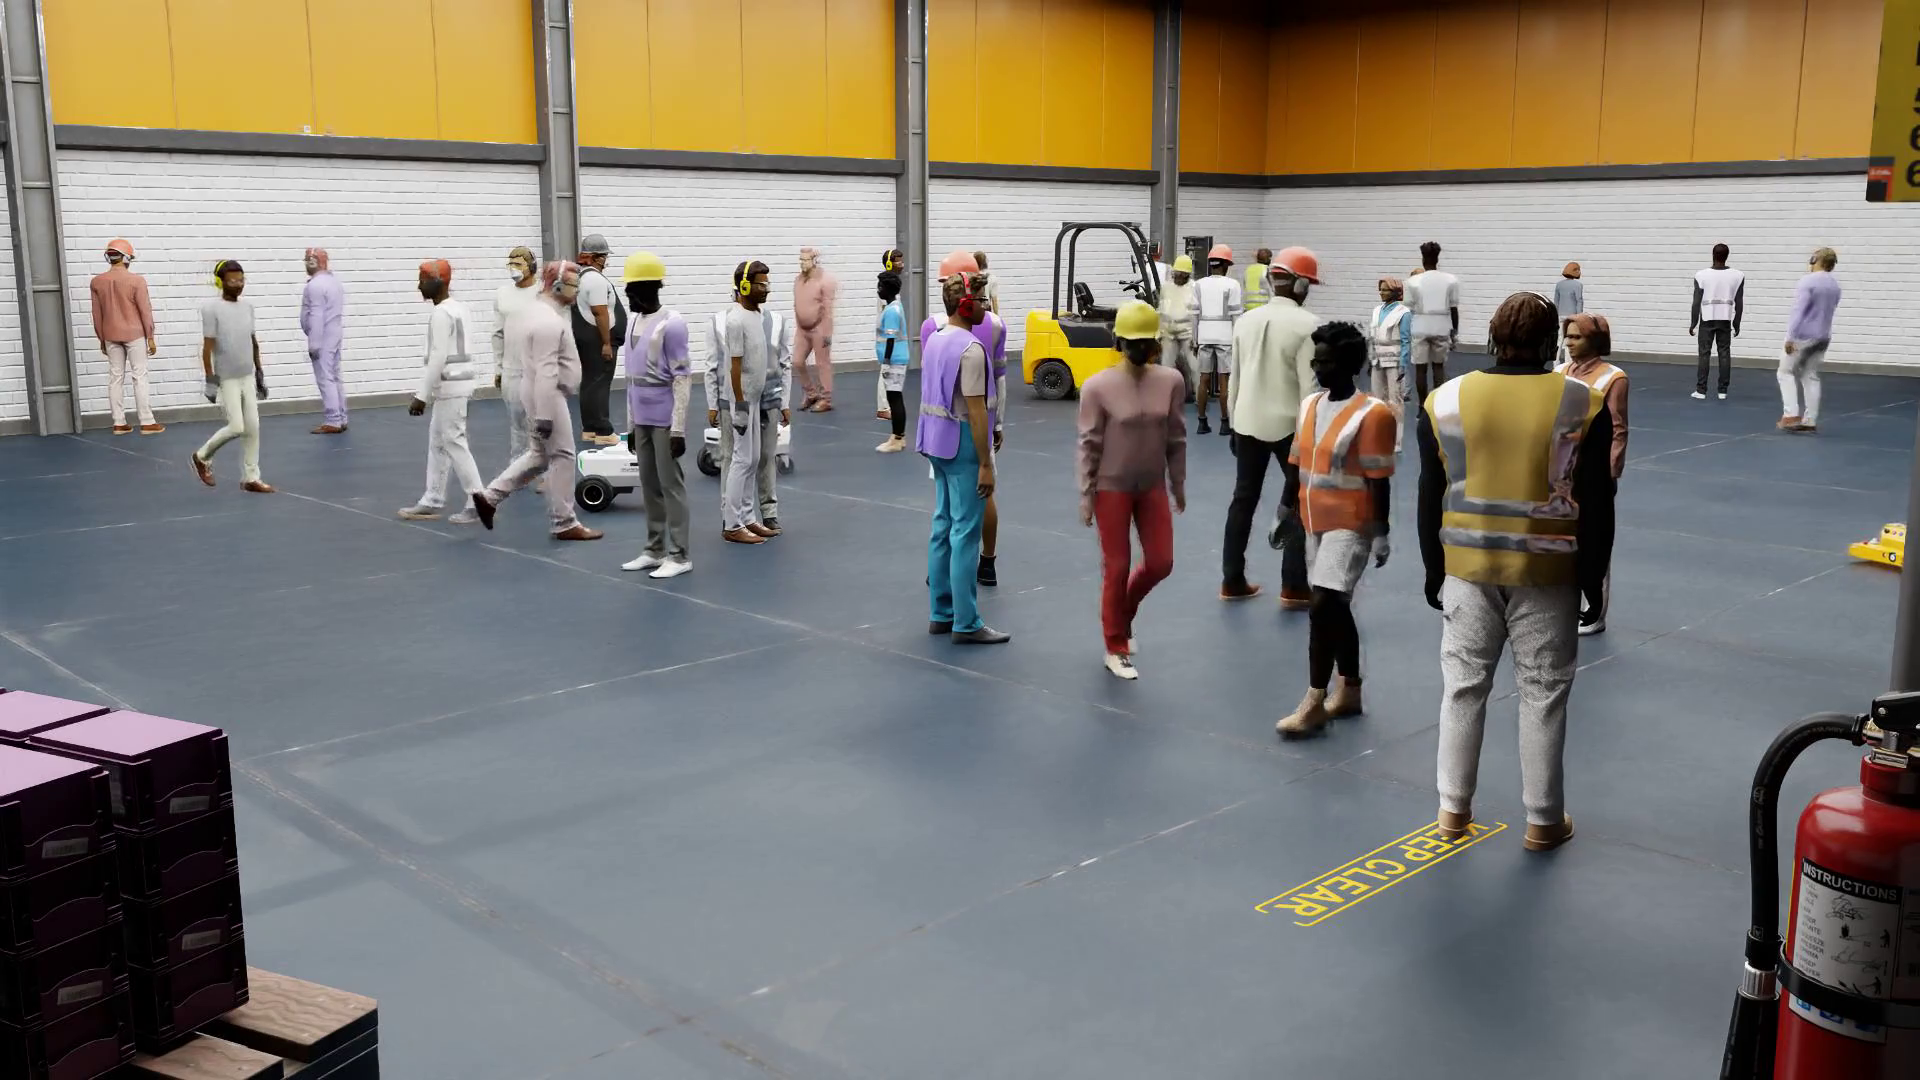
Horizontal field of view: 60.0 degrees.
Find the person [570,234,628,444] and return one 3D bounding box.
[{"bbox_3d":[-3.498,-1.957,16.218,0.539,2.000,0.689,-6,12,-31],"label":"person"}]

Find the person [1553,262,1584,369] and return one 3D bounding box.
[{"bbox_3d":[8.926,-3.252,24.387,0.274,1.631,0.507,-5,12,-26],"label":"person"}]

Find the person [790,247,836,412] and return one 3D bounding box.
[{"bbox_3d":[-1.673,-2.393,19.014,0.661,1.889,0.482,8,13,36],"label":"person"}]

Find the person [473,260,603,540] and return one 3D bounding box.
[{"bbox_3d":[-2.797,-0.895,10.908,0.758,1.866,0.700,-3,11,-16],"label":"person"}]

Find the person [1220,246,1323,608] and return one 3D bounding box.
[{"bbox_3d":[1.741,-0.619,9.136,0.492,1.965,0.648,-10,14,-43],"label":"person"}]

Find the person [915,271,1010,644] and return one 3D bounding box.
[{"bbox_3d":[-0.007,-0.404,8.275,0.389,1.846,0.567,-5,11,-25],"label":"person"}]

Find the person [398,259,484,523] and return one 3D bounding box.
[{"bbox_3d":[-3.642,-1.030,11.686,0.563,1.874,0.576,-3,11,-14],"label":"person"}]

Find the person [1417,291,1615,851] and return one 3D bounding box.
[{"bbox_3d":[1.825,0.107,5.504,0.627,1.844,0.429,5,12,27],"label":"person"}]

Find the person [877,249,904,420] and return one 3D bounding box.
[{"bbox_3d":[-0.764,-2.263,18.353,0.310,1.868,0.532,1,10,6],"label":"person"}]

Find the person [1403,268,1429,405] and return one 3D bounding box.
[{"bbox_3d":[5.461,-2.432,19.915,0.279,1.634,0.498,-9,14,-39],"label":"person"}]

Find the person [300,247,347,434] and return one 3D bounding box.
[{"bbox_3d":[-6.543,-2.044,17.061,0.403,1.907,0.651,0,10,-2],"label":"person"}]

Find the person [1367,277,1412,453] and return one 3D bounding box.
[{"bbox_3d":[3.981,-1.621,15.474,0.309,1.641,0.512,-5,12,-27],"label":"person"}]

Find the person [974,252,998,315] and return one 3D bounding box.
[{"bbox_3d":[0.245,-2.883,21.944,0.510,1.793,0.960,0,10,-2],"label":"person"}]

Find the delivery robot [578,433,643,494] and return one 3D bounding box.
[{"bbox_3d":[-2.466,-0.555,12.368,0.707,0.478,0.477,-1,10,-5],"label":"delivery robot"}]

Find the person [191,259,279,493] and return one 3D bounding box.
[{"bbox_3d":[-5.721,-1.270,13.033,0.582,1.847,0.539,4,11,19],"label":"person"}]

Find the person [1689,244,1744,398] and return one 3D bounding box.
[{"bbox_3d":[9.390,-2.710,20.659,0.600,1.915,0.377,2,11,10],"label":"person"}]

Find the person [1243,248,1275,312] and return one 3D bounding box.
[{"bbox_3d":[4.595,-3.539,25.431,0.458,1.825,0.644,-8,13,-36],"label":"person"}]

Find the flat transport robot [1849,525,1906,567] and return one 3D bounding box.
[{"bbox_3d":[6.314,0.024,10.242,1.431,0.197,0.652,-3,11,-17],"label":"flat transport robot"}]

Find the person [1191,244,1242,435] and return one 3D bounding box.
[{"bbox_3d":[2.615,-2.026,16.900,0.542,1.928,0.374,6,12,31],"label":"person"}]

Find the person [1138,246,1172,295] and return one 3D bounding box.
[{"bbox_3d":[3.000,-3.618,25.705,0.573,1.882,0.357,-4,11,-19],"label":"person"}]

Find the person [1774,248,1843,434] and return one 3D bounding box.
[{"bbox_3d":[8.696,-2.028,17.016,0.731,1.893,0.434,-5,11,-24],"label":"person"}]

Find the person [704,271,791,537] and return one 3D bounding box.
[{"bbox_3d":[-1.422,-0.938,11.228,0.590,1.833,0.404,-3,11,-15],"label":"person"}]

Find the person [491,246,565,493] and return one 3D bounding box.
[{"bbox_3d":[-3.404,-1.336,13.108,0.629,1.940,0.373,3,11,16],"label":"person"}]

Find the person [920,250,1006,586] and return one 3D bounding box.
[{"bbox_3d":[-0.003,-0.679,9.531,0.551,1.934,0.373,-6,12,-30],"label":"person"}]

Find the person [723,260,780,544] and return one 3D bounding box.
[{"bbox_3d":[-1.391,-0.902,10.974,0.327,1.861,0.500,1,10,8],"label":"person"}]

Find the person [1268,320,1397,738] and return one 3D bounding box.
[{"bbox_3d":[1.452,-0.044,6.774,0.685,1.673,0.545,-5,11,-24],"label":"person"}]

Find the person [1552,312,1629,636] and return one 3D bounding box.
[{"bbox_3d":[3.159,-0.336,8.471,0.310,1.638,0.523,-5,11,-24],"label":"person"}]

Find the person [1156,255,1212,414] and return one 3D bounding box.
[{"bbox_3d":[2.519,-2.329,18.907,0.781,1.802,0.436,7,12,34],"label":"person"}]

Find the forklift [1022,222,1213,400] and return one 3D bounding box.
[{"bbox_3d":[1.935,-2.847,20.651,2.313,2.155,1.214,2,11,13],"label":"forklift"}]

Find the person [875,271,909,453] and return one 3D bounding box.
[{"bbox_3d":[-0.635,-1.658,15.533,0.318,1.698,0.535,0,10,2],"label":"person"}]

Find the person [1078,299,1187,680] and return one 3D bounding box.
[{"bbox_3d":[0.789,-0.231,7.620,0.575,1.742,0.482,-4,11,-22],"label":"person"}]

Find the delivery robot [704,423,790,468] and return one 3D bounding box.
[{"bbox_3d":[-1.779,-0.851,13.962,0.707,0.478,0.477,-8,13,-40],"label":"delivery robot"}]

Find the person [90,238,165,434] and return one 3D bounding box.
[{"bbox_3d":[-8.486,-2.062,16.941,0.611,1.985,0.393,1,10,4],"label":"person"}]

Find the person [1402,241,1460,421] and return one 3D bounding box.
[{"bbox_3d":[5.088,-2.257,18.064,0.618,1.953,0.423,1,10,3],"label":"person"}]

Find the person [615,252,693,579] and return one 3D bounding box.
[{"bbox_3d":[-1.818,-0.729,9.853,0.393,1.922,0.615,-9,14,-40],"label":"person"}]
